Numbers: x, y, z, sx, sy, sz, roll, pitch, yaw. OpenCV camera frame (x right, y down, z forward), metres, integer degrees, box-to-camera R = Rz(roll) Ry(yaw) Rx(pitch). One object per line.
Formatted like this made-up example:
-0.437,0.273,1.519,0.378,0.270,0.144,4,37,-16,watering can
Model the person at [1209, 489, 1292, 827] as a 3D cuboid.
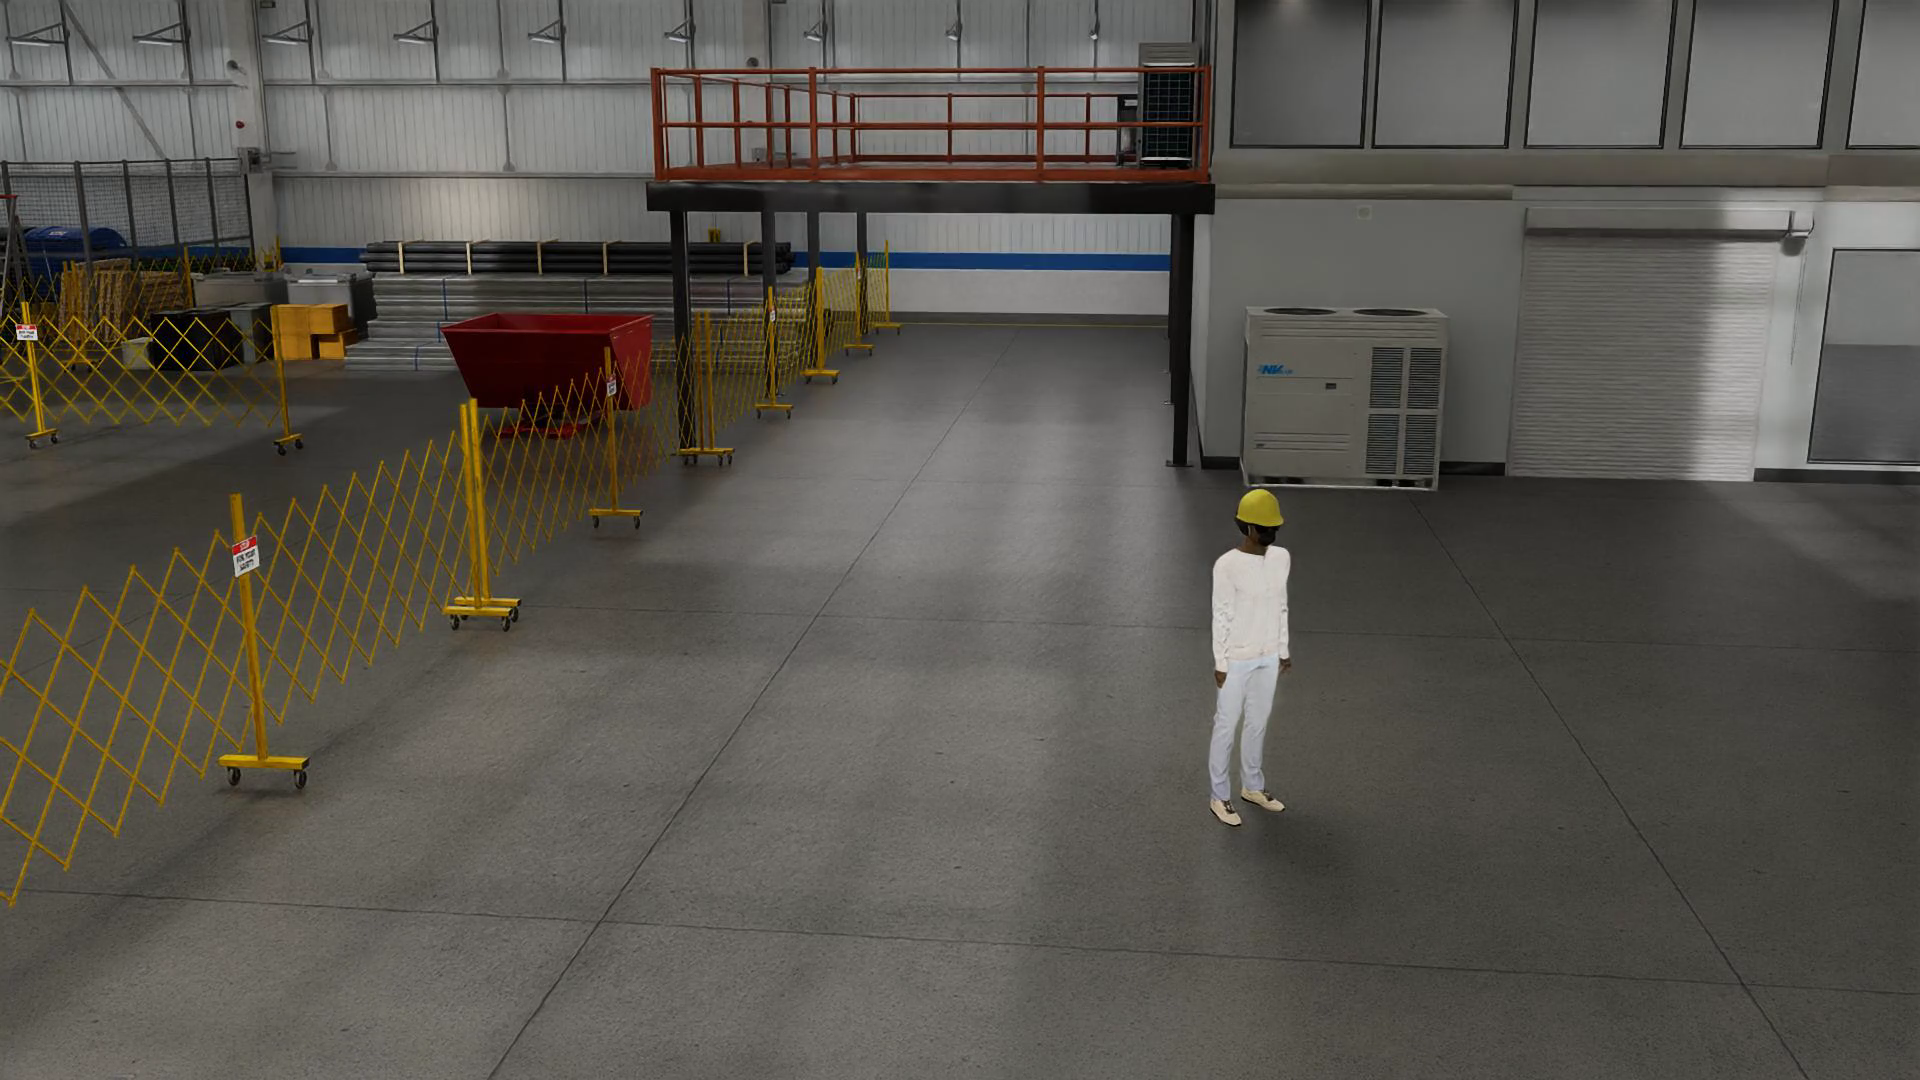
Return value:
1.523,0.600,8.659,0.530,1.768,0.312,-10,17,-34,person
